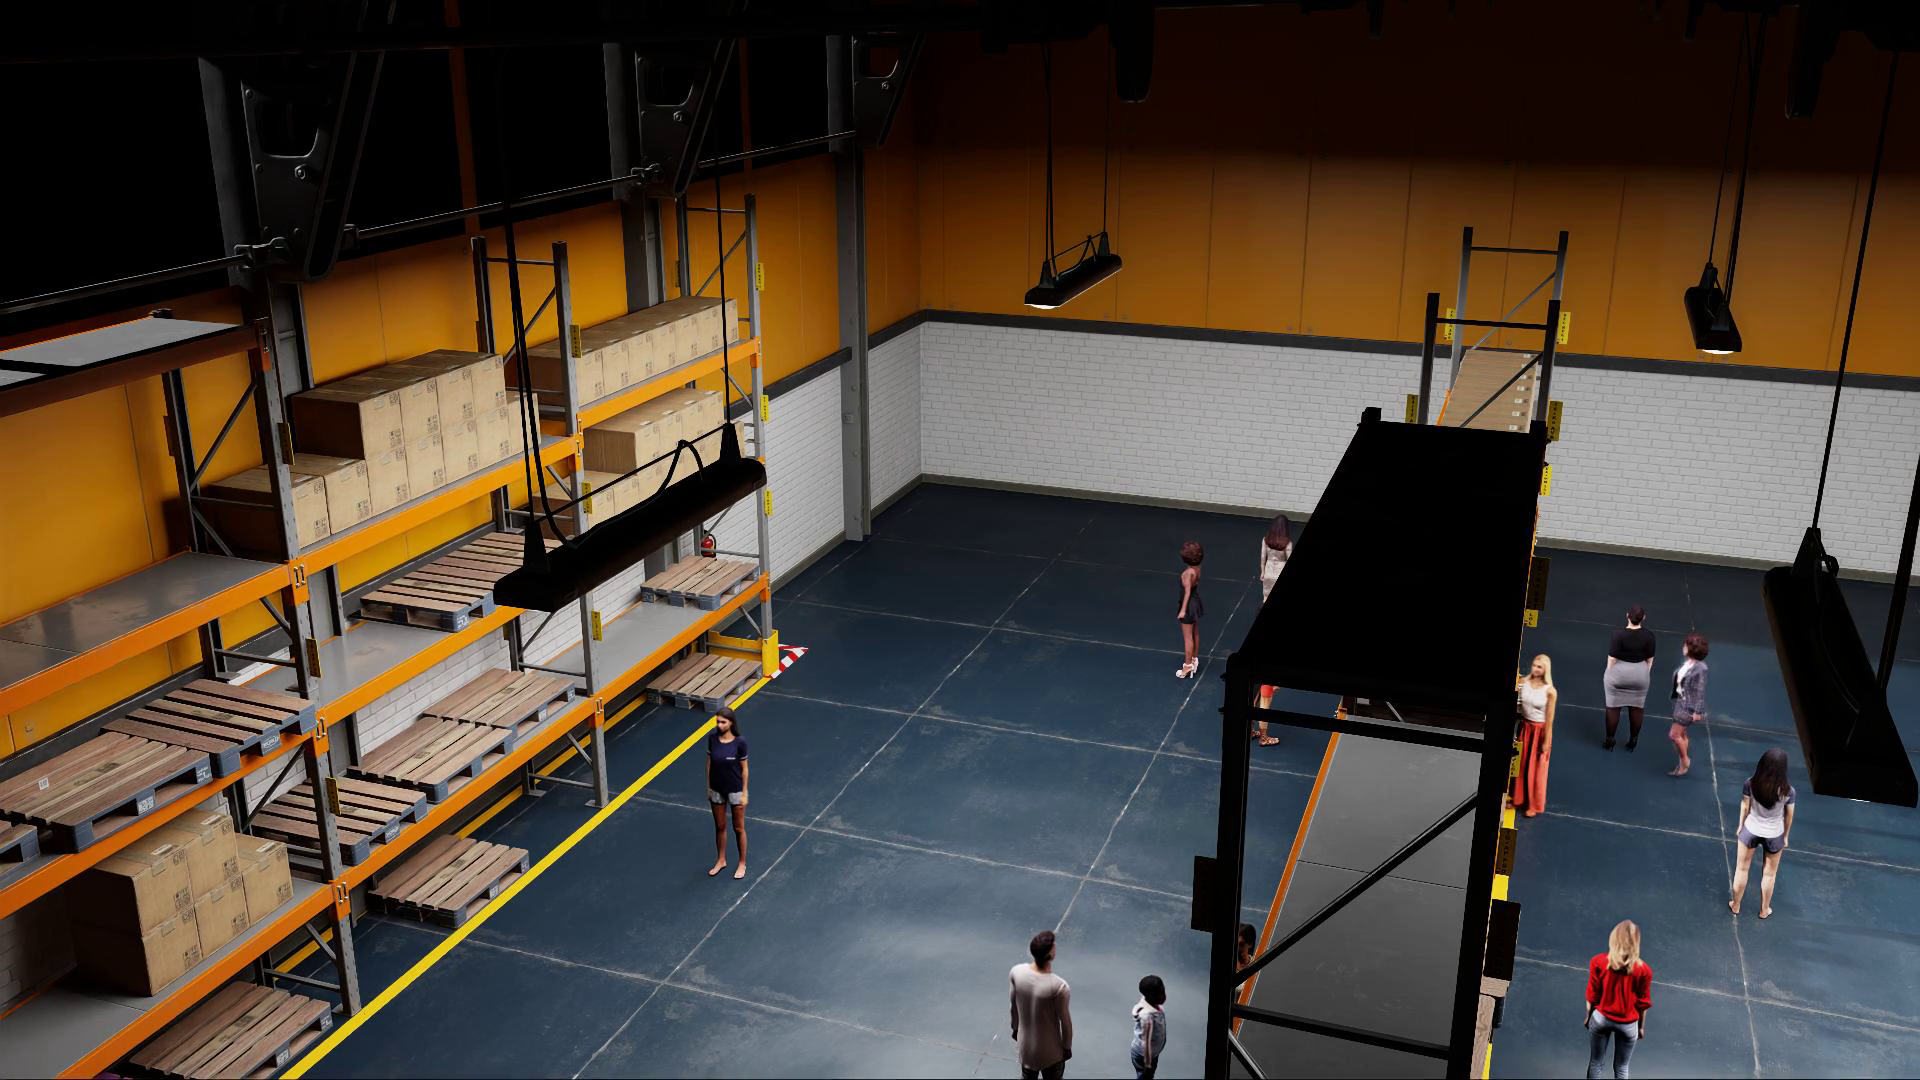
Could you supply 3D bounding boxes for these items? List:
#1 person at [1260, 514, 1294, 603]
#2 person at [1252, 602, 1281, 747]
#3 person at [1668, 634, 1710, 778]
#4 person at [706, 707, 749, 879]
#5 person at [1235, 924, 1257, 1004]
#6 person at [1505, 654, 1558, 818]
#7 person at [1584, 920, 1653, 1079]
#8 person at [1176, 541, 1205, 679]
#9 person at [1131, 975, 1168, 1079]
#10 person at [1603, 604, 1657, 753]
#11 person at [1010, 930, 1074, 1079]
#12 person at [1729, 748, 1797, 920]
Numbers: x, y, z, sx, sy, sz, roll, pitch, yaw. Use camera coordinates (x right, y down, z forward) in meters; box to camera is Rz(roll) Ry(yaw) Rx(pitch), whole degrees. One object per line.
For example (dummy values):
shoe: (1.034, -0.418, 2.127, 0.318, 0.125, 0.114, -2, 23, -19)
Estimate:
person: (4.183, 0.499, 21.993, 0.648, 1.745, 0.584, 12, 22, 32)
person: (3.468, 1.515, 19.019, 0.700, 1.719, 0.663, -11, 22, -30)
person: (8.005, 1.830, 18.134, 0.767, 1.687, 0.626, 0, 19, 0)
person: (-2.254, 2.440, 16.195, 0.582, 1.766, 0.535, 5, 19, 15)
person: (2.124, 3.667, 12.740, 0.574, 1.646, 0.526, 8, 20, 23)
person: (5.995, 2.024, 17.378, 0.752, 1.800, 0.725, -14, 23, -36)
person: (4.979, 3.665, 12.654, 0.618, 1.705, 0.505, 7, 20, 21)
person: (2.891, 0.860, 20.852, 0.650, 1.789, 0.512, 10, 21, 27)
person: (1.429, 3.879, 12.718, 0.559, 1.259, 0.448, 4, 19, 11)
person: (7.563, 1.561, 18.817, 0.722, 1.760, 0.695, 2, 19, 6)
person: (0.600, 3.704, 12.328, 0.719, 1.839, 0.631, 12, 22, 32)
person: (7.466, 2.714, 15.478, 0.615, 1.706, 0.555, 9, 21, 25)
